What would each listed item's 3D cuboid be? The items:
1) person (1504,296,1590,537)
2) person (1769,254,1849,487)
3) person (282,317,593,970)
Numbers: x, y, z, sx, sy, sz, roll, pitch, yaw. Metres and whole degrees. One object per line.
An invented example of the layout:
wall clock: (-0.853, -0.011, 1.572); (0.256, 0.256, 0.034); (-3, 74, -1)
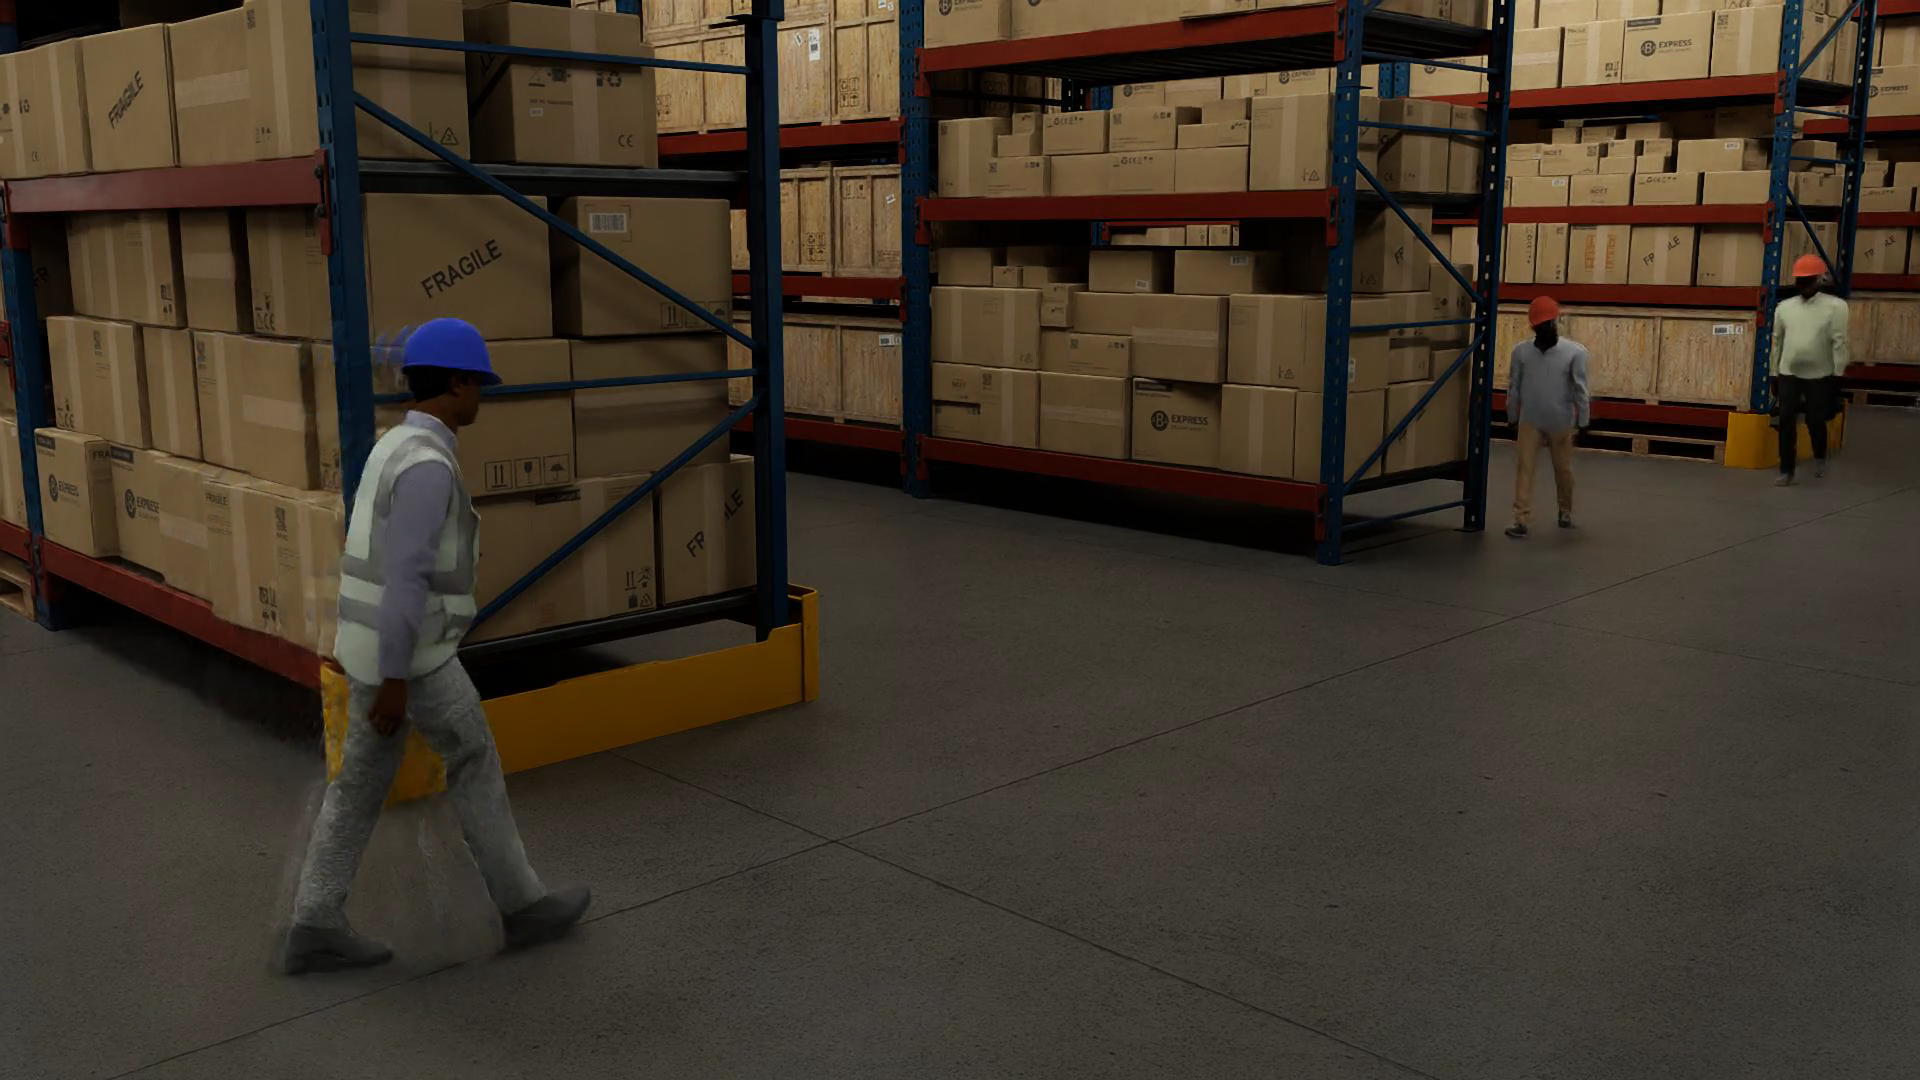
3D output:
person: (4.203, -0.890, 11.890); (0.601, 1.718, 0.850); (8, 13, 36)
person: (7.210, -1.436, 14.158); (0.627, 1.970, 0.560); (10, 14, 44)
person: (-1.551, 0.311, 4.839); (0.977, 1.884, 0.636); (-6, 12, -29)
